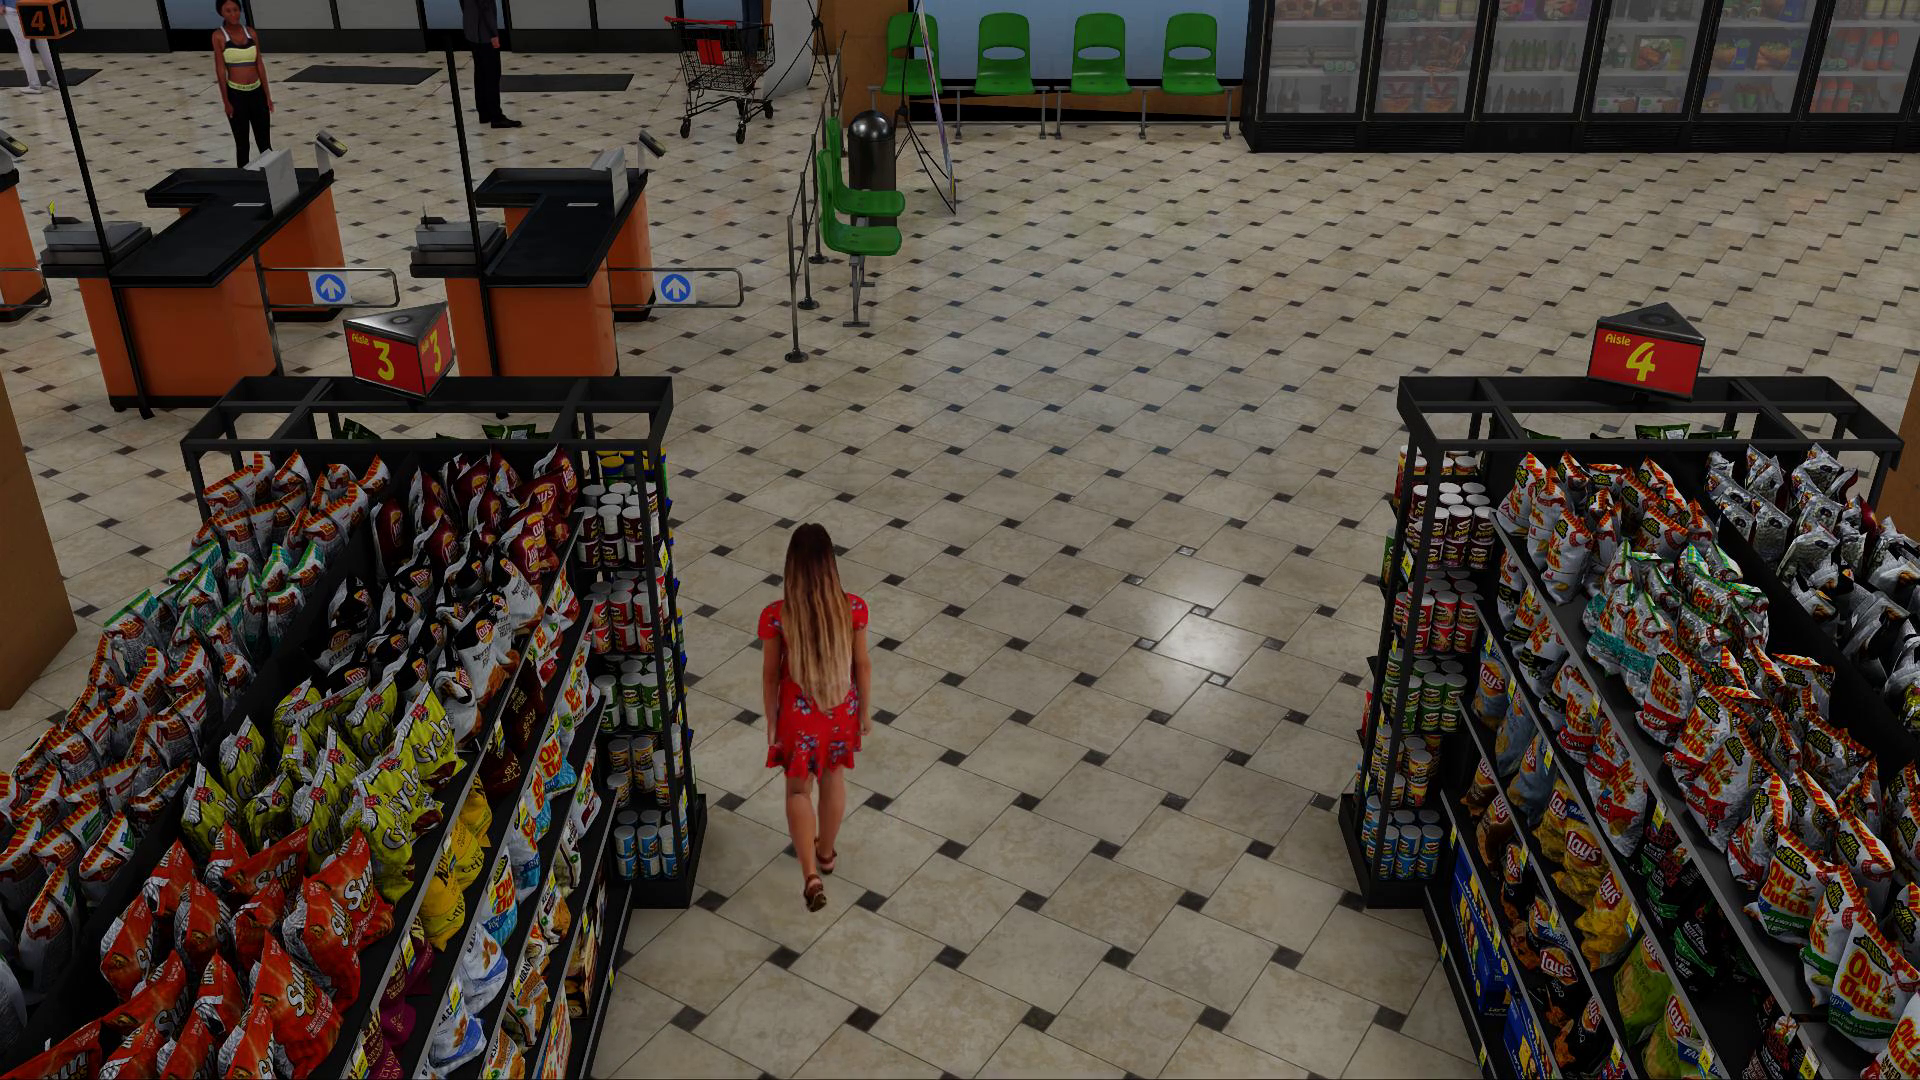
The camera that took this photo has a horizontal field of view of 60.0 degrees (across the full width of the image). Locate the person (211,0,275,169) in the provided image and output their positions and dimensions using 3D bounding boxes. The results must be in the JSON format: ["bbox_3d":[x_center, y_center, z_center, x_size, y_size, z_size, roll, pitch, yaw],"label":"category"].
[{"bbox_3d":[-6.010,-3.699,13.991,0.639,1.755,0.693,-24,37,-37],"label":"person"}]

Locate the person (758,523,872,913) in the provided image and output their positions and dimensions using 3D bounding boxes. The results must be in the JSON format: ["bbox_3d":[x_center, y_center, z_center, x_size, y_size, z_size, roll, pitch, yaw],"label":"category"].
[{"bbox_3d":[-0.522,0.694,6.132,0.654,1.577,0.897,-5,29,-8],"label":"person"}]

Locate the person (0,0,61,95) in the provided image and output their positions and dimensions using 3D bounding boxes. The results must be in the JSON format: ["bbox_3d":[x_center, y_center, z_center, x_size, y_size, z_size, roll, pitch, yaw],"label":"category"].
[{"bbox_3d":[-9.855,-5.653,17.432,0.803,1.888,0.698,17,33,28],"label":"person"}]

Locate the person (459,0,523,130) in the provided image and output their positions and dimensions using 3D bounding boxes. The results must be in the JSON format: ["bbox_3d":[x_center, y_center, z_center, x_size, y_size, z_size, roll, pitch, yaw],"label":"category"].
[{"bbox_3d":[-4.667,-4.987,16.260,0.860,1.842,0.773,-21,35,-33],"label":"person"}]

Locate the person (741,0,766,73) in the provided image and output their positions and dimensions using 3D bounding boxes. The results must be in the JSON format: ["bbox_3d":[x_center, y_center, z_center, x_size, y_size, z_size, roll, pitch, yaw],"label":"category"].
[{"bbox_3d":[-2.319,-6.106,18.362,0.734,1.791,0.621,-16,32,-26],"label":"person"}]
